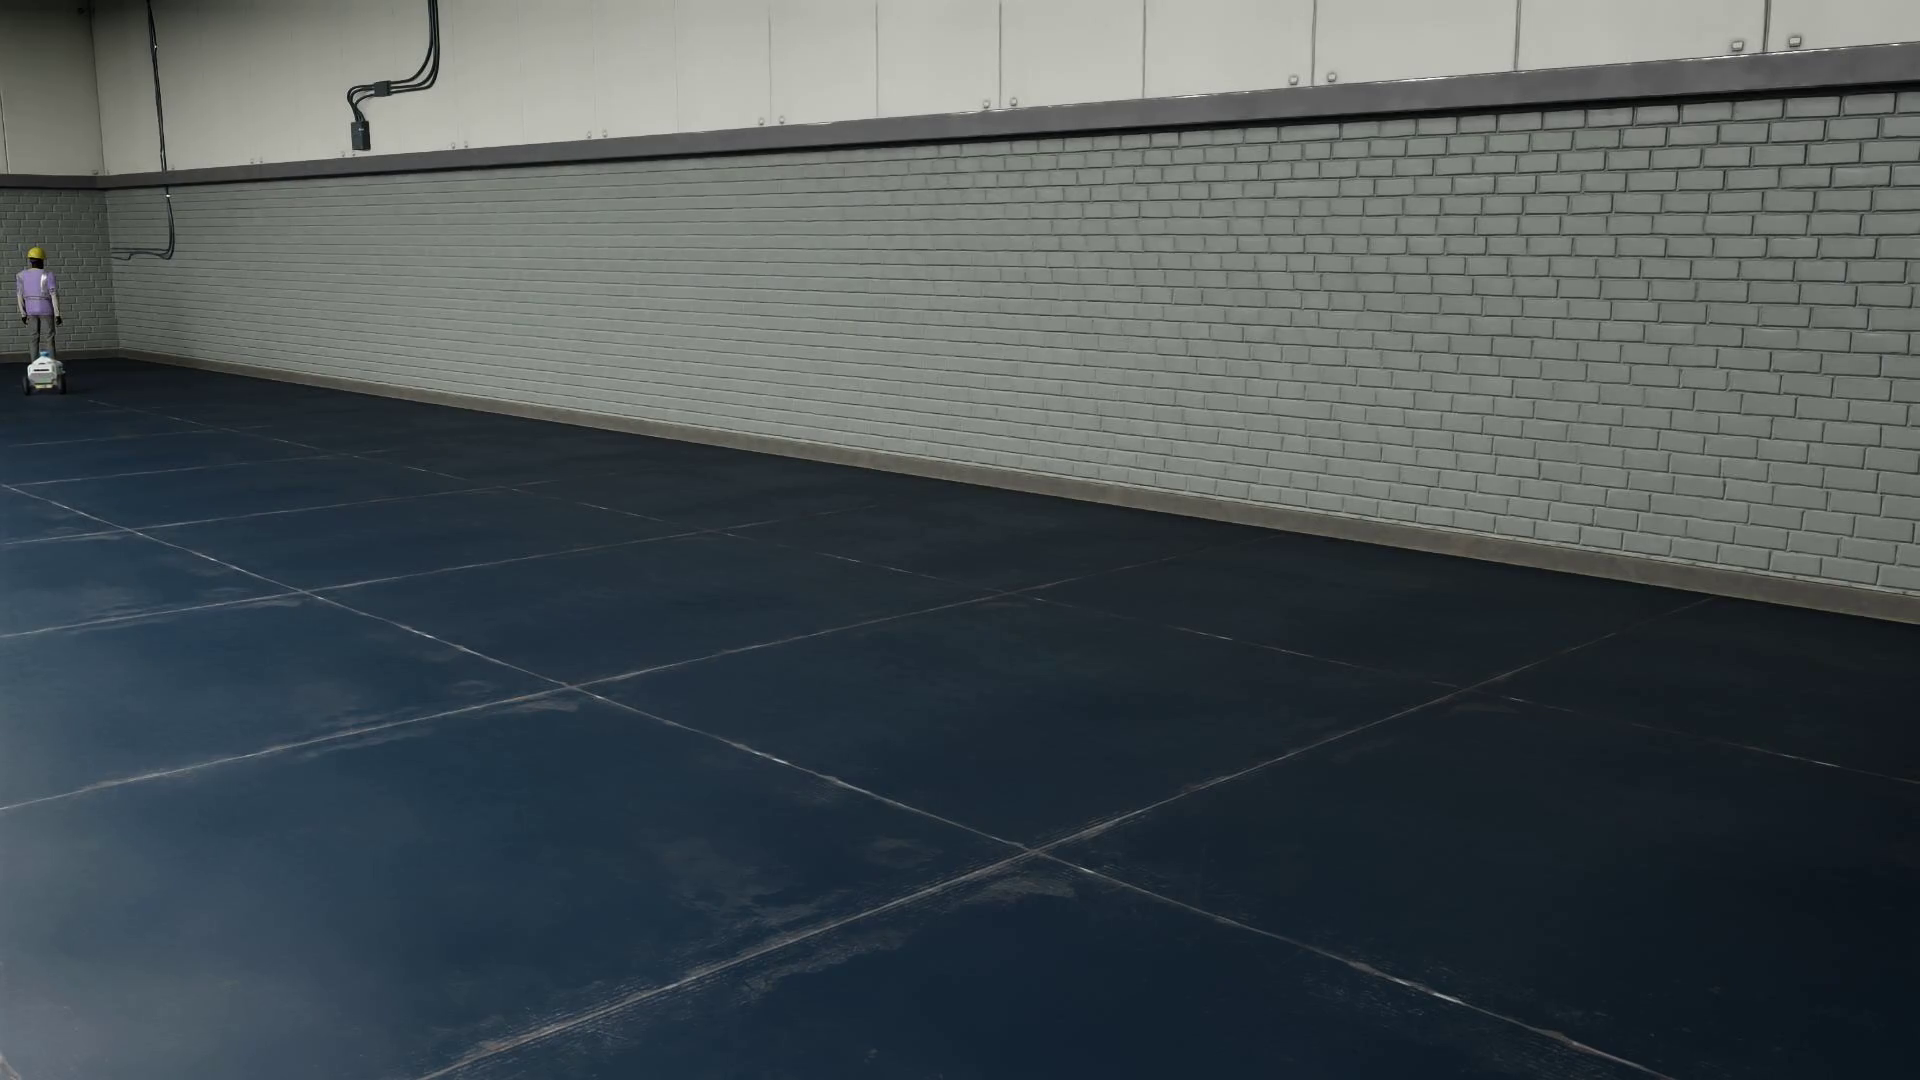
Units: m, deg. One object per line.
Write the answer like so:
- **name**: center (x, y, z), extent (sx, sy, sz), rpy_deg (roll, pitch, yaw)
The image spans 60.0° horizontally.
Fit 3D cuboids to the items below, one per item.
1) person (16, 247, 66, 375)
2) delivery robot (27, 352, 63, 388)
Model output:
- **person**: center (-13.918, -3.457, 25.187), extent (0.594, 1.924, 0.381), rpy_deg (0, 10, -1)
- **delivery robot**: center (-12.314, -2.283, 22.391), extent (0.477, 0.478, 0.707), rpy_deg (-4, 11, -20)
